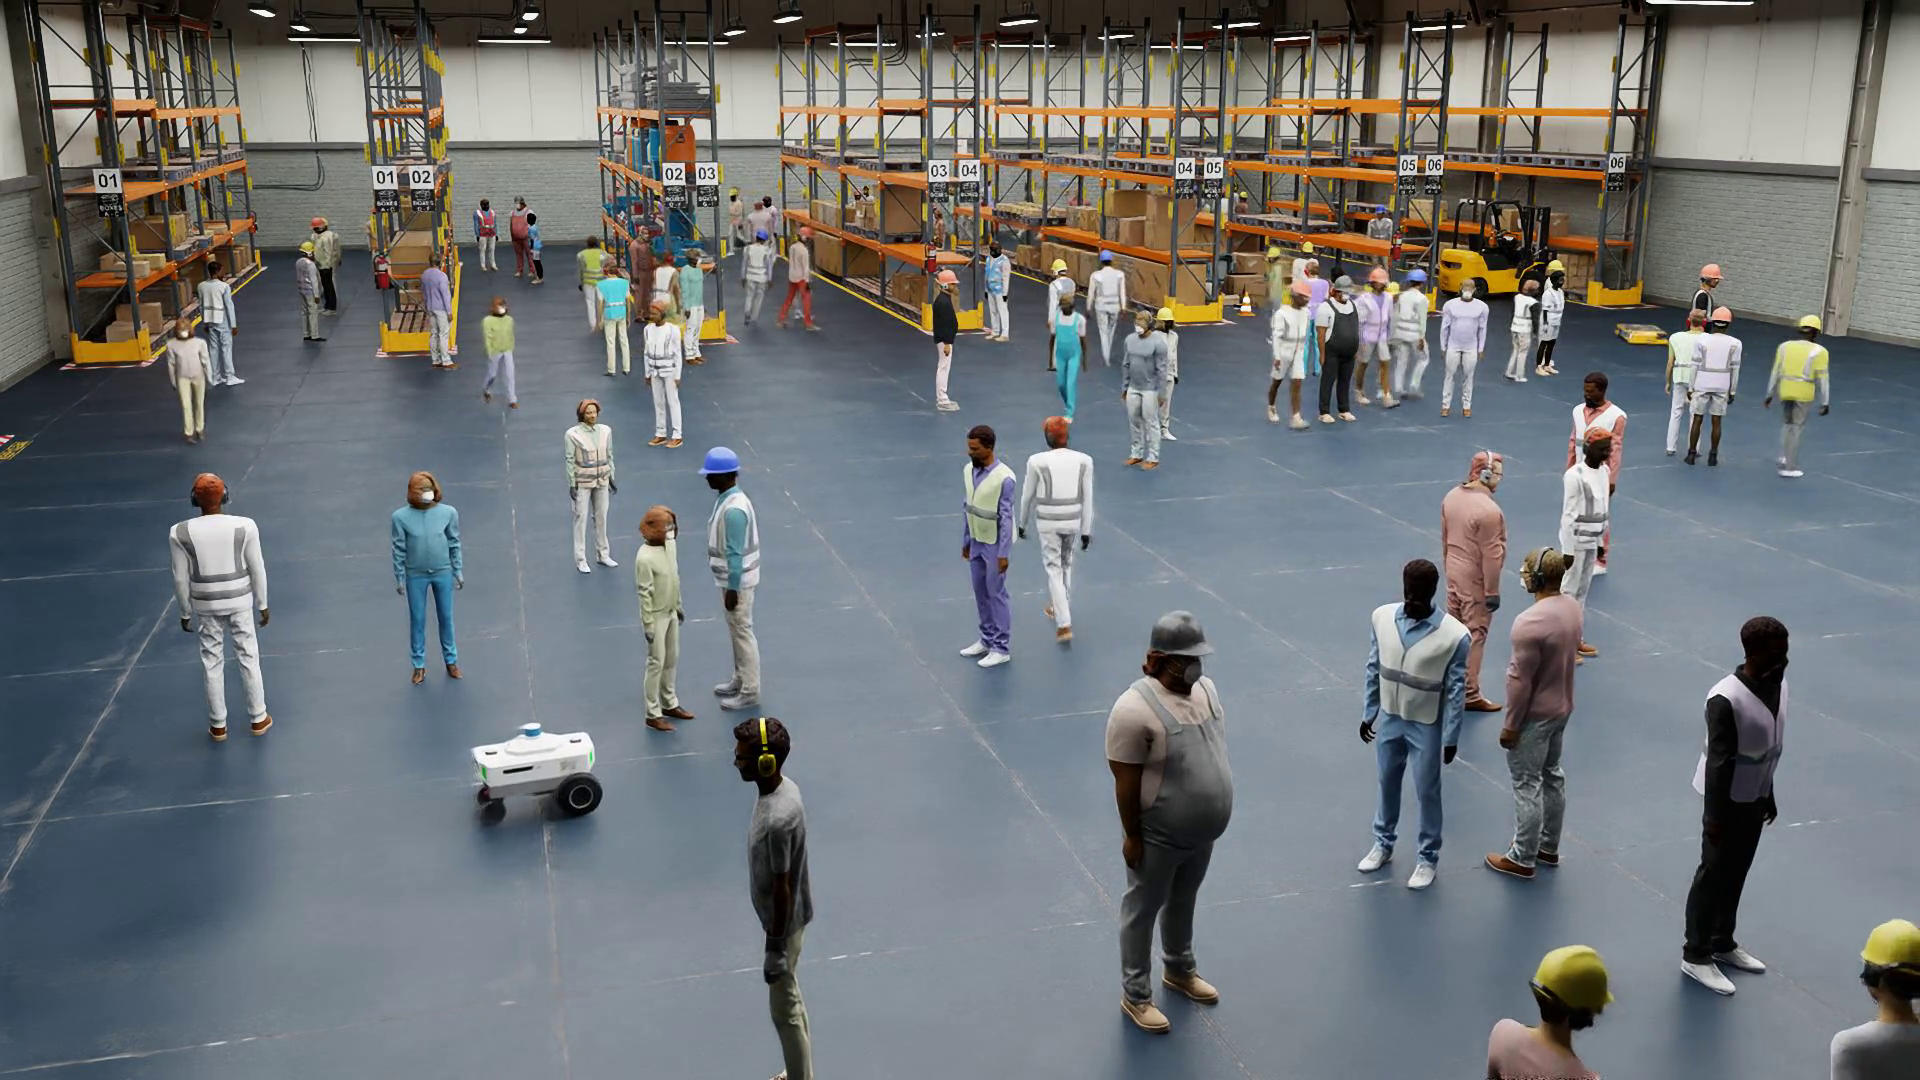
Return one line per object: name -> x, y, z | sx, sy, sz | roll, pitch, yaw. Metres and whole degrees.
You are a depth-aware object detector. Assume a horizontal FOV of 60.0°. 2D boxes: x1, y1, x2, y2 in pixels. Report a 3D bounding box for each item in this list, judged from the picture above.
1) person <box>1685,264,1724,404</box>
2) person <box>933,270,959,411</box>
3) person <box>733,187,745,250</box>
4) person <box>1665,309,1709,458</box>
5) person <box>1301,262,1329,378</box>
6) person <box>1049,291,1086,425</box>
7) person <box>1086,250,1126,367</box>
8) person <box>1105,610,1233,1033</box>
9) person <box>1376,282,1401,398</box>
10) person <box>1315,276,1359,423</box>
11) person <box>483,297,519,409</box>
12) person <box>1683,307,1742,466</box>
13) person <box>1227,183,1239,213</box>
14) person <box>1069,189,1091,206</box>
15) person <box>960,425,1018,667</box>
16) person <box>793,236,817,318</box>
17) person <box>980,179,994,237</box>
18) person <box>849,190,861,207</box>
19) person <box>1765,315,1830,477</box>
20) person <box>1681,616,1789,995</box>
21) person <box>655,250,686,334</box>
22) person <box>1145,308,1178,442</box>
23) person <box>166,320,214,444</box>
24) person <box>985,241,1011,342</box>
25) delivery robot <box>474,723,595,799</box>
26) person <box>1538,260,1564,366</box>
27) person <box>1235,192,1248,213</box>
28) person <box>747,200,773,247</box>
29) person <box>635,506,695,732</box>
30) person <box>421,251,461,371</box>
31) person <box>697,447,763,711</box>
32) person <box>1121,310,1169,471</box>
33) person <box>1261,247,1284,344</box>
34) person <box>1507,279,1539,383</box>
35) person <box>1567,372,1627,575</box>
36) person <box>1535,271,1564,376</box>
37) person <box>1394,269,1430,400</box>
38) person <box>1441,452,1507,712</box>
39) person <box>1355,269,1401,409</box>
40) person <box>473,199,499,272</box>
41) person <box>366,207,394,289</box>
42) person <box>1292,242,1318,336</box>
person -> 10.807, -2.990, 24.216 | 0.407, 2.035, 0.602 | 7, 17, 25
person -> -0.197, -2.853, 23.761 | 0.381, 1.994, 0.622 | -1, 15, -3
person -> -6.519, -9.459, 48.926 | 0.348, 1.839, 0.504 | 4, 15, 15
person -> 9.027, -1.930, 20.576 | 0.570, 1.842, 0.379 | 9, 17, 30
person -> 5.590, -3.505, 26.513 | 0.564, 1.838, 0.388 | -4, 15, -13
person -> 1.498, -2.527, 22.881 | 0.522, 1.824, 0.662 | 5, 16, 18
person -> 2.416, -3.889, 27.834 | 0.641, 1.892, 0.970 | -4, 15, -13
person -> 1.046, 1.324, 7.954 | 0.684, 2.000, 0.538 | -14, 20, -42
person -> 6.390, -2.956, 24.660 | 0.491, 1.730, 0.324 | 2, 15, 7
person -> 5.210, -2.625, 22.816 | 0.686, 2.000, 0.535 | -8, 17, -27
person -> -6.664, -2.719, 24.004 | 0.491, 1.609, 0.763 | -12, 19, -37
person -> 9.114, -1.854, 20.151 | 0.548, 1.924, 0.398 | 5, 16, 17
person -> 8.295, -9.921, 50.597 | 0.323, 1.870, 0.518 | -10, 18, -33
person -> 3.401, -9.079, 47.441 | 0.660, 1.853, 0.901 | 2, 15, 8
person -> 0.225, 0.029, 13.093 | 0.408, 1.909, 0.592 | -10, 18, -33
person -> -3.174, -5.347, 33.645 | 0.434, 1.739, 0.500 | -13, 20, -40
person -> 0.892, -10.664, 53.282 | 0.542, 1.929, 0.374 | -1, 15, -3
person -> -2.804, -8.700, 45.895 | 0.543, 1.929, 0.387 | -3, 15, -11
person -> 9.883, -1.696, 19.617 | 0.609, 1.879, 0.730 | -10, 18, -33
person -> 3.883, 1.292, 8.318 | 0.606, 1.917, 0.376 | -12, 19, -38
person -> -4.997, -4.072, 28.645 | 0.592, 1.833, 0.449 | 14, 20, 41
person -> 2.631, -2.139, 21.556 | 0.484, 1.744, 0.294 | -9, 17, -31
person -> -9.932, -2.047, 21.492 | 0.515, 1.587, 0.843 | -7, 17, -26
person -> 0.678, -4.553, 30.494 | 0.432, 1.835, 0.627 | -9, 17, -31
delivery robot -> -2.659, 1.386, 10.389 | 0.707, 0.478, 0.477 | -6, 16, -22
person -> 9.885, -3.802, 27.814 | 0.302, 1.743, 0.494 | 5, 16, 17
person -> 8.070, -9.082, 47.659 | 0.338, 1.757, 0.518 | -10, 18, -33
person -> -5.007, -7.546, 41.621 | 0.640, 1.881, 0.769 | 0, 15, 0
person -> -2.098, 0.542, 11.697 | 0.285, 1.622, 0.512 | 5, 16, 17
person -> -8.523, -3.746, 27.231 | 0.631, 1.940, 0.372 | 11, 18, 36
person -> -1.670, 0.270, 12.135 | 0.422, 1.939, 0.601 | -4, 15, -14
person -> 2.205, -1.791, 19.900 | 0.383, 1.930, 0.630 | -13, 20, -40
person -> 5.680, -4.411, 30.106 | 0.404, 1.752, 0.525 | 0, 15, 0
person -> 8.834, -3.272, 26.045 | 0.387, 1.626, 0.532 | -5, 16, -19
person -> 5.929, -0.630, 15.573 | 0.398, 1.906, 0.598 | -7, 16, -25
person -> 9.490, -3.479, 26.702 | 0.537, 1.692, 0.319 | -14, 20, -42
person -> 6.682, -3.021, 24.513 | 0.597, 1.924, 0.635 | -8, 17, -27
person -> 3.751, 0.294, 12.103 | 0.406, 1.902, 0.639 | -4, 15, -14
person -> 5.986, -2.869, 23.815 | 0.629, 1.991, 1.023 | -5, 16, -18
person -> -12.202, -7.859, 42.891 | 0.633, 1.843, 0.429 | -14, 20, -41
person -> -13.563, -6.842, 38.888 | 0.547, 1.934, 0.375 | -1, 15, -2
person -> 6.464, -4.701, 31.168 | 0.526, 1.760, 0.337 | -4, 15, -15
